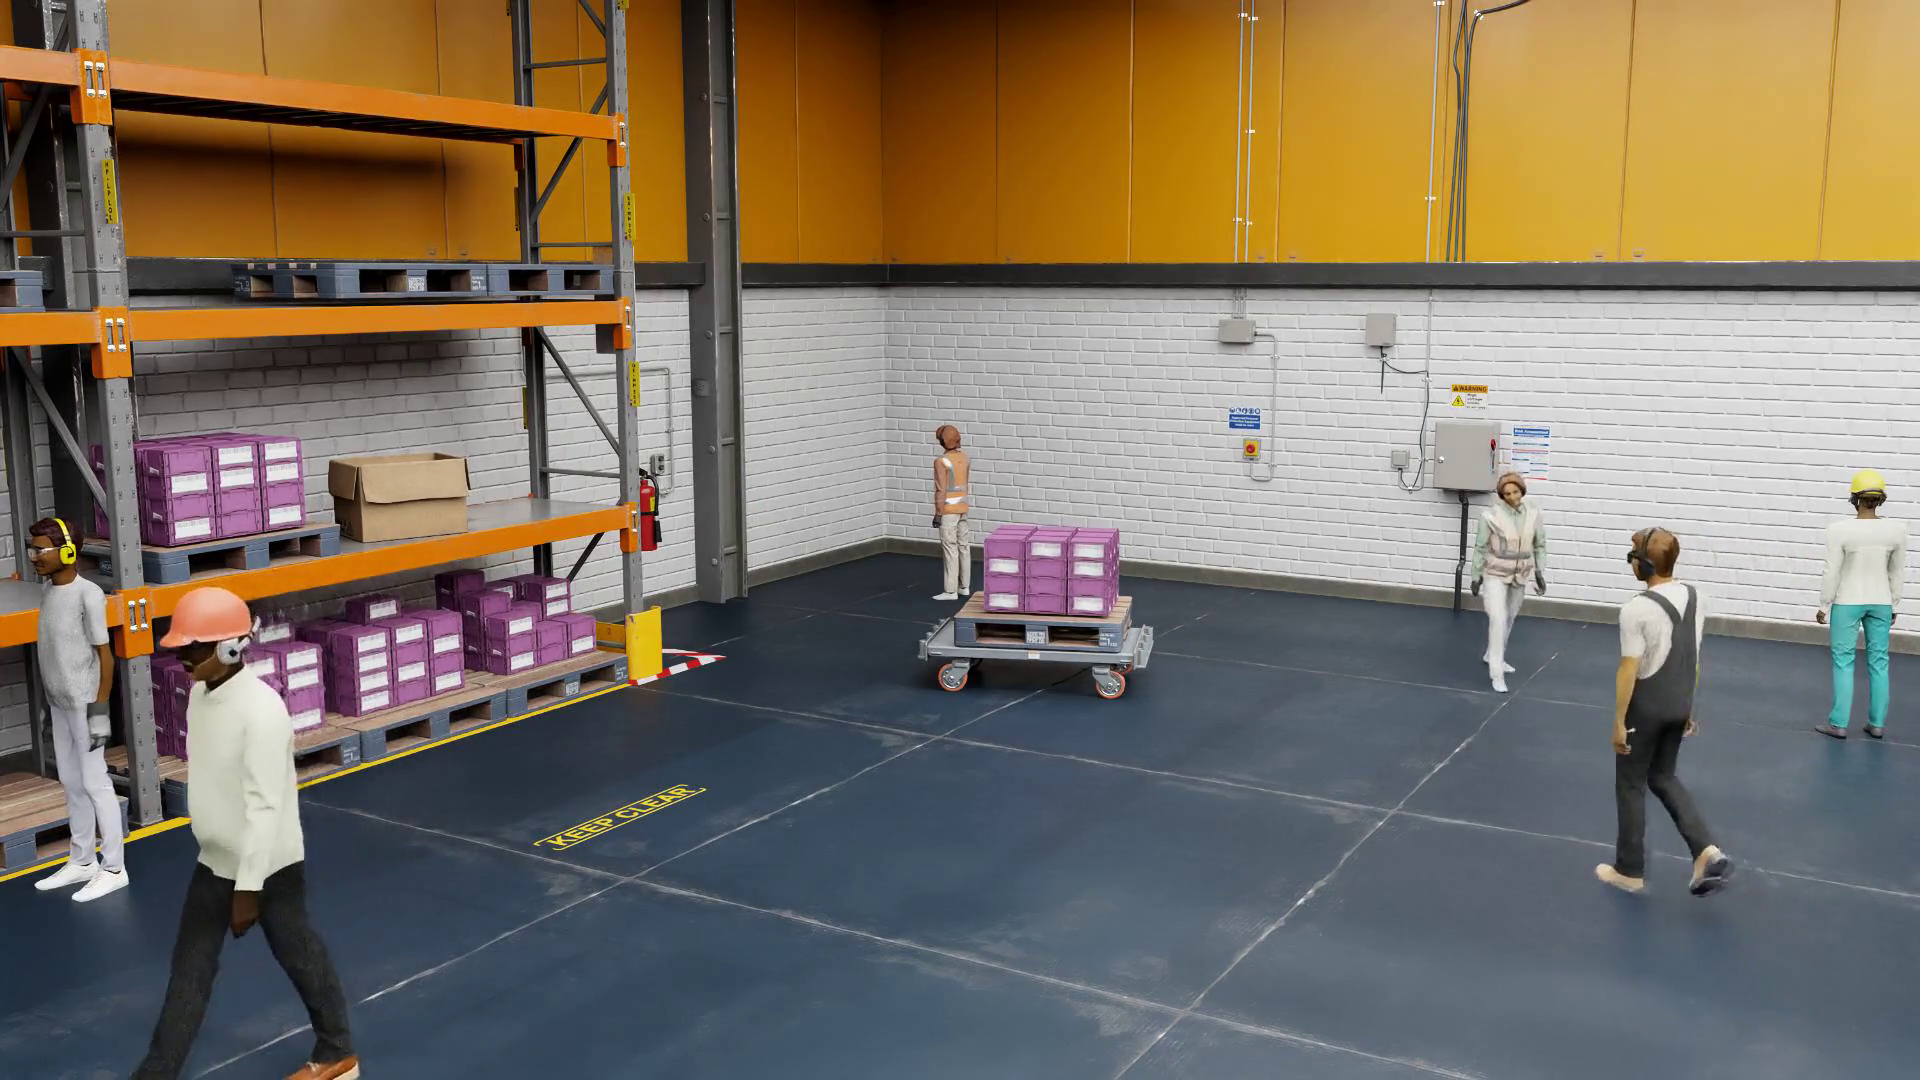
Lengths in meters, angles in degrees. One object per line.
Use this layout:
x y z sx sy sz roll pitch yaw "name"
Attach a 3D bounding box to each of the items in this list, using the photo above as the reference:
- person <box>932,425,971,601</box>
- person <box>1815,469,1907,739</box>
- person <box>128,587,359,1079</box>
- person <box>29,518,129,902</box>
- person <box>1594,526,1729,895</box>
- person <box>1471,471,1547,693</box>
-0.079 -0.248 15.427 0.315 1.636 0.515 6 11 32 "person"
5.856 0.422 10.845 0.526 1.768 0.331 0 9 2 "person"
-2.606 1.133 5.839 0.649 1.939 1.005 8 12 39 "person"
-4.317 0.813 8.081 0.532 1.871 0.319 6 11 32 "person"
3.397 0.849 7.991 0.532 1.826 0.587 -4 10 -22 "person"
4.014 0.270 12.301 0.550 1.605 0.722 -2 9 -14 "person"
